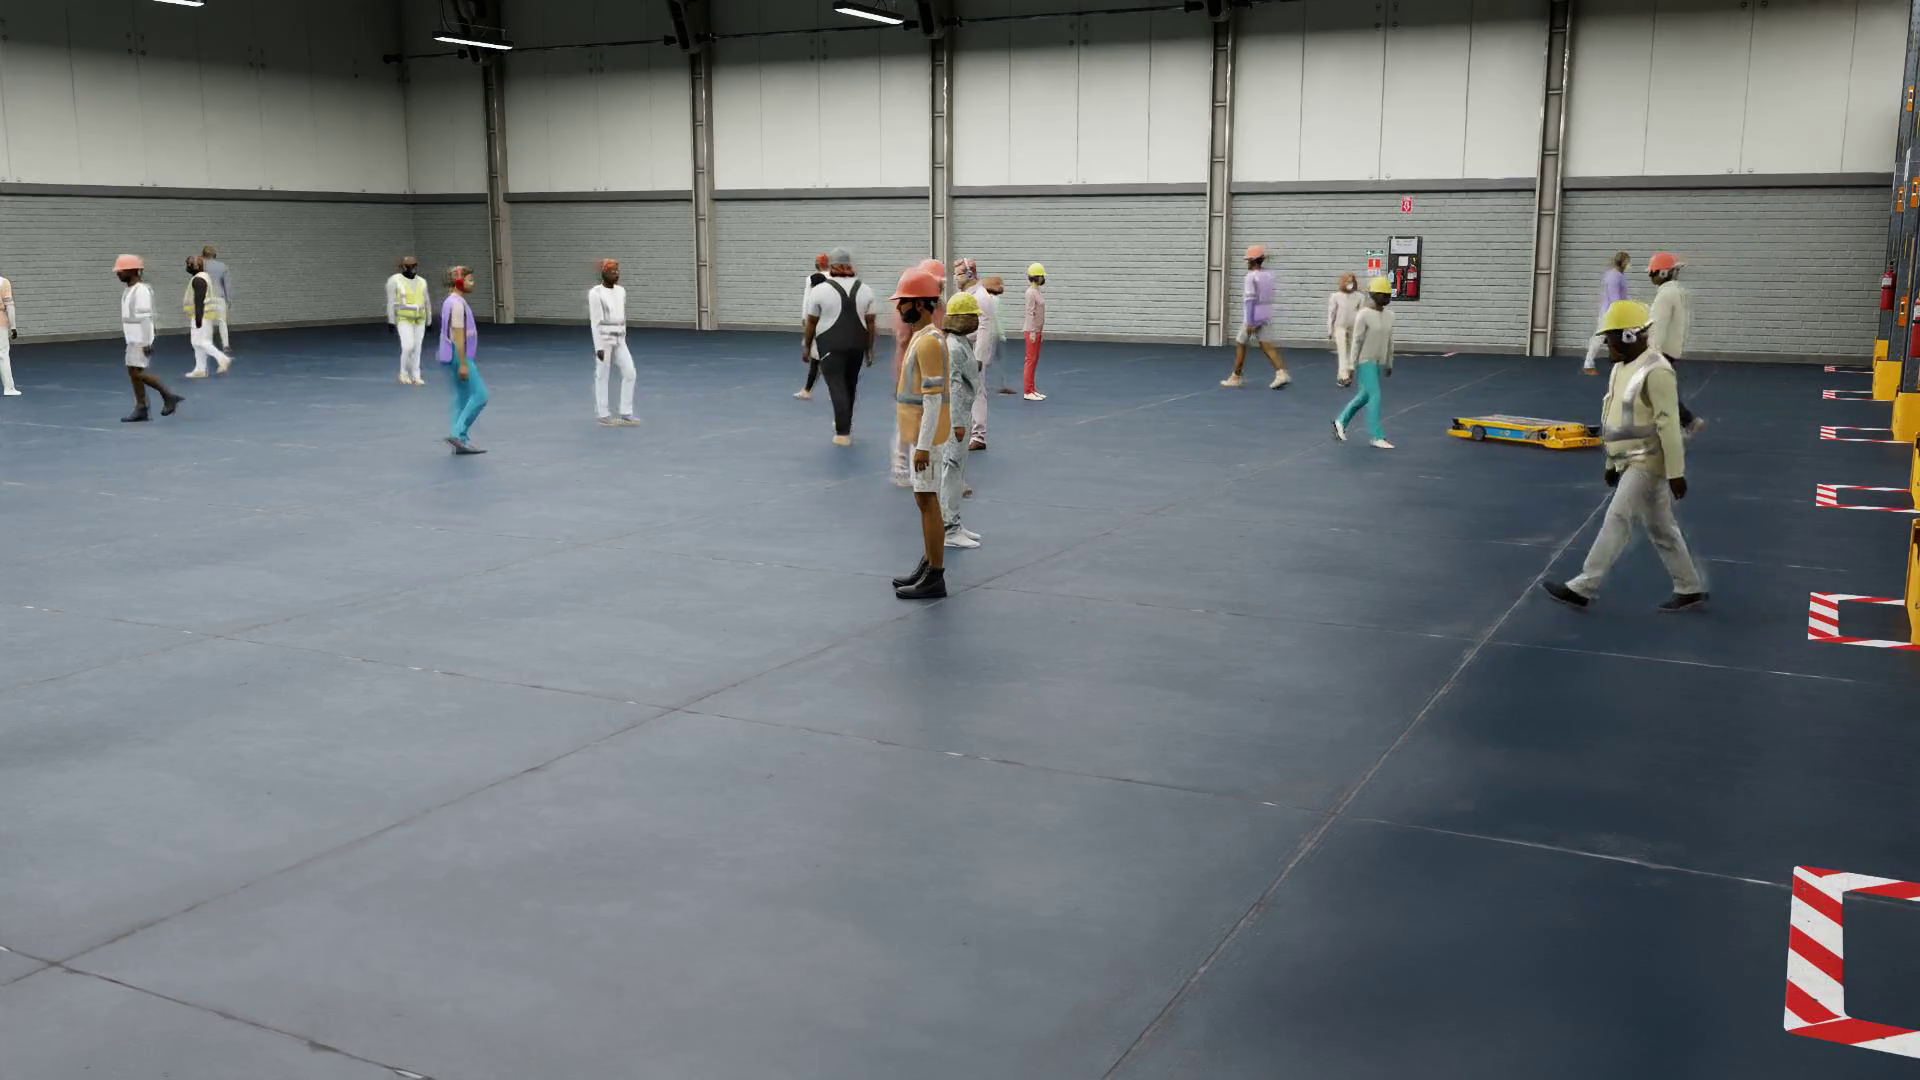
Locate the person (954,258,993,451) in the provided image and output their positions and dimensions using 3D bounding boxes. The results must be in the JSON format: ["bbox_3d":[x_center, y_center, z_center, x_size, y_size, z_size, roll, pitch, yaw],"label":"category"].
[{"bbox_3d":[0.067,-1.842,16.563,0.407,1.902,0.639,-4,11,-22],"label":"person"}]

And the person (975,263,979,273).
[{"bbox_3d":[0.267,-4.453,31.585,0.575,1.619,0.518,2,11,13],"label":"person"}]

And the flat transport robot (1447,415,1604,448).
[{"bbox_3d":[5.808,-1.130,17.122,0.652,0.197,1.431,-7,13,-34],"label":"flat transport robot"}]

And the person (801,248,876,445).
[{"bbox_3d":[-1.279,-2.023,17.163,0.700,2.000,0.974,-5,12,-26],"label":"person"}]

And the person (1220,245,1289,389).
[{"bbox_3d":[4.151,-3.087,23.104,1.043,2.000,0.625,9,14,42],"label":"person"}]

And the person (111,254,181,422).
[{"bbox_3d":[-9.351,-2.303,19.025,0.541,1.920,0.559,-10,14,-42],"label":"person"}]

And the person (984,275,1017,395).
[{"bbox_3d":[0.382,-2.719,22.121,0.748,1.607,0.496,-2,11,-9],"label":"person"}]

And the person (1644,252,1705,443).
[{"bbox_3d":[7.094,-1.887,16.626,0.629,1.971,0.612,6,12,31],"label":"person"}]

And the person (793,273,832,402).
[{"bbox_3d":[-1.798,-2.599,21.377,0.857,1.652,0.540,5,12,27],"label":"person"}]

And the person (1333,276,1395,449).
[{"bbox_3d":[4.125,-1.818,16.914,0.532,1.731,0.860,-7,13,-34],"label":"person"}]

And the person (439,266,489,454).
[{"bbox_3d":[-4.817,-1.731,16.120,0.449,1.833,0.592,-4,11,-21],"label":"person"}]

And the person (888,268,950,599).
[{"bbox_3d":[-0.238,-0.622,9.802,0.356,1.937,0.552,-1,10,-4],"label":"person"}]

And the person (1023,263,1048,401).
[{"bbox_3d":[0.986,-2.696,21.587,0.315,1.767,0.533,2,11,12],"label":"person"}]

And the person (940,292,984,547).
[{"bbox_3d":[0.014,-0.829,11.463,0.297,1.745,0.484,1,10,4],"label":"person"}]

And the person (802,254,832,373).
[{"bbox_3d":[-2.115,-3.438,25.431,0.610,1.828,0.985,-5,12,-26],"label":"person"}]

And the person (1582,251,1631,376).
[{"bbox_3d":[9.931,-3.394,25.072,1.040,1.880,0.655,7,13,35],"label":"person"}]

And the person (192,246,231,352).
[{"bbox_3d":[-13.648,-4.394,30.374,0.635,1.936,0.354,-4,11,-20],"label":"person"}]

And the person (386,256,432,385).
[{"bbox_3d":[-7.786,-3.095,23.587,0.448,1.827,0.656,8,13,38],"label":"person"}]

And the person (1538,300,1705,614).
[{"bbox_3d":[3.793,-0.447,9.317,0.950,1.762,0.650,1,10,5],"label":"person"}]

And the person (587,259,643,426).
[{"bbox_3d":[-3.808,-2.175,18.462,0.678,1.862,0.617,6,12,30],"label":"person"}]

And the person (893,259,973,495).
[{"bbox_3d":[-0.272,-1.354,13.806,0.652,1.939,1.047,-6,12,-30],"label":"person"}]

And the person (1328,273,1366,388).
[{"bbox_3d":[5.434,-2.920,23.255,0.515,1.587,0.852,-1,10,-5],"label":"person"}]

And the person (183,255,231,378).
[{"bbox_3d":[-11.347,-3.341,24.921,0.563,1.831,0.642,-4,11,-22],"label":"person"}]

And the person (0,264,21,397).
[{"bbox_3d":[-12.810,-2.854,22.013,0.594,1.922,0.375,-2,11,-9],"label":"person"}]
